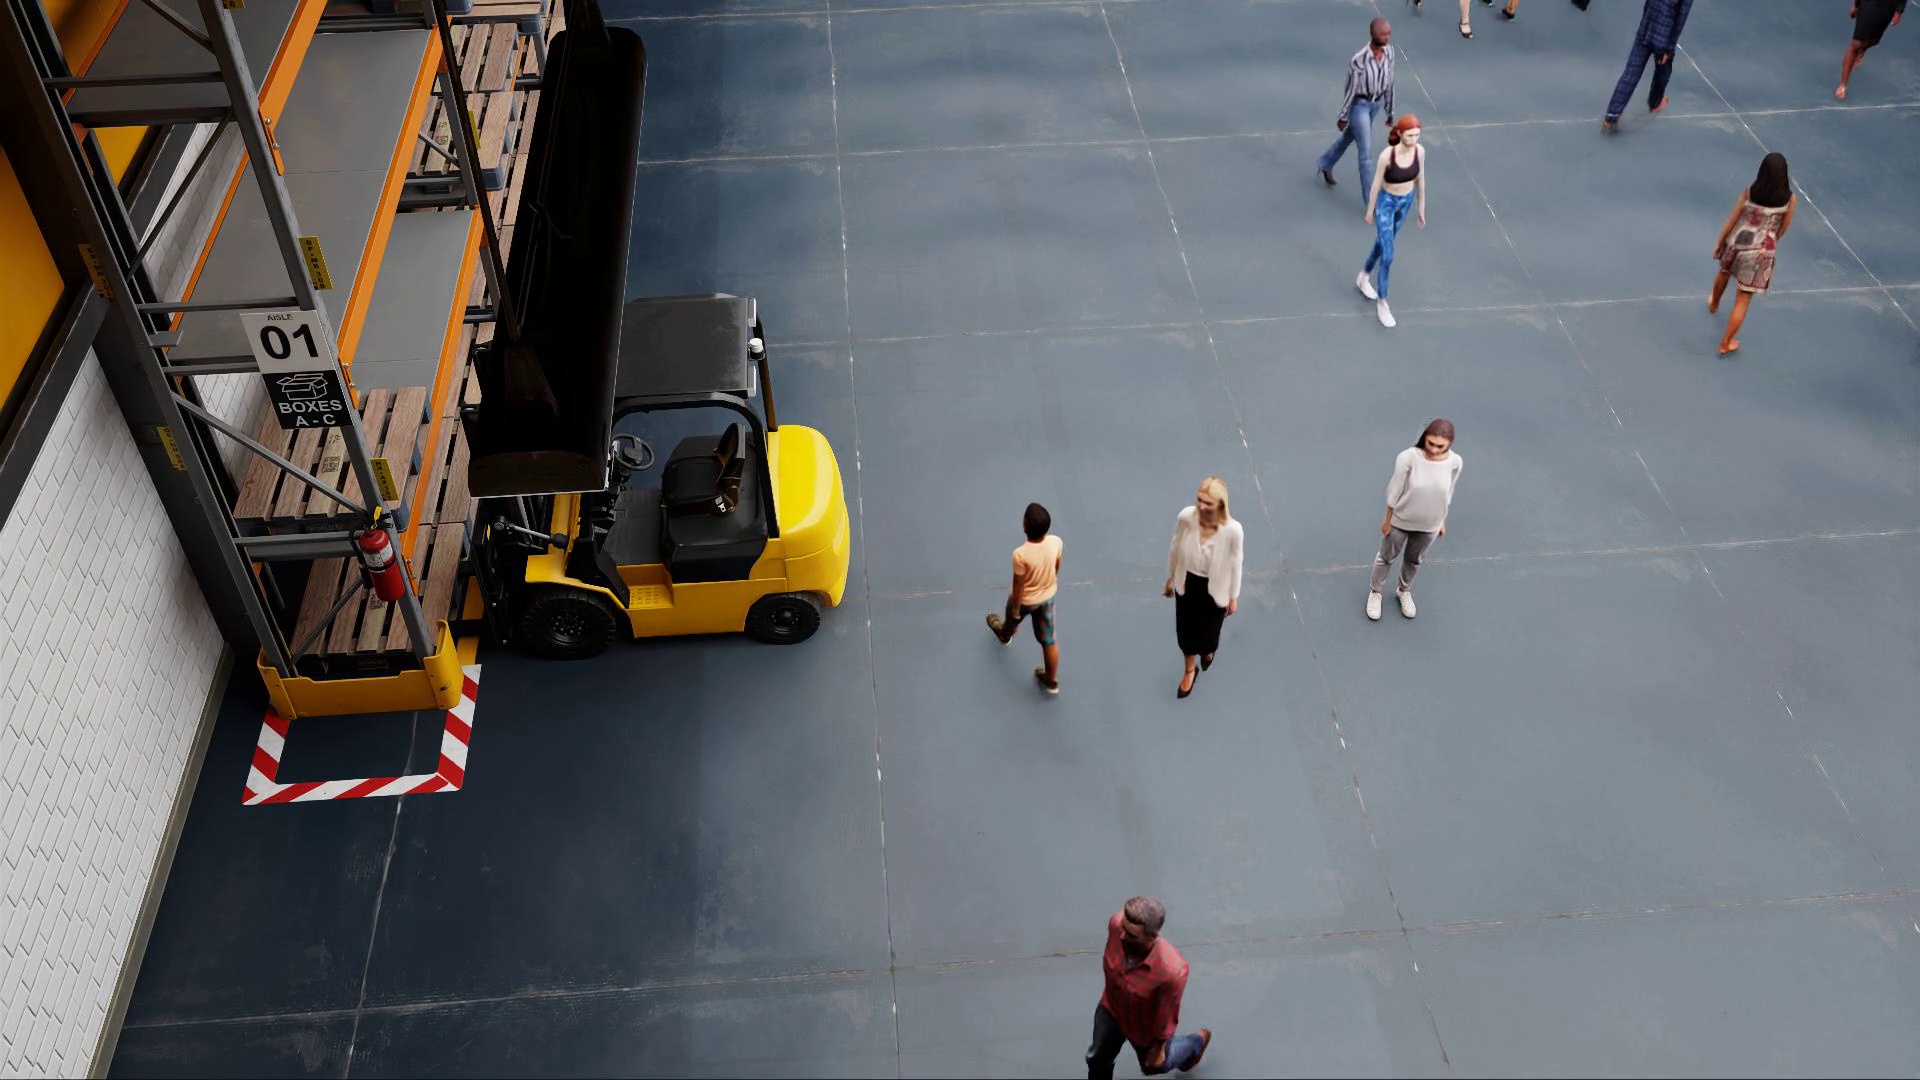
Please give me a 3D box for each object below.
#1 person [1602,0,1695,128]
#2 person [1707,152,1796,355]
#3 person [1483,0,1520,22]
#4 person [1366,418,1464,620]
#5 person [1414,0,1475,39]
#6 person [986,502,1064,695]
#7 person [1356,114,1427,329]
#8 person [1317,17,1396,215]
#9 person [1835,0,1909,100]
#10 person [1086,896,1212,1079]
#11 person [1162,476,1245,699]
[{"bbox_3d":[6.557,-4.729,15.807,1.196,1.767,1.207,-33,53,-30],"label":"person"},{"bbox_3d":[6.335,-2.276,13.366,1.026,1.584,1.161,25,49,24],"label":"person"},{"bbox_3d":[5.931,-6.299,17.544,0.569,1.644,0.818,-3,44,-3],"label":"person"},{"bbox_3d":[3.025,-0.163,11.072,0.605,1.688,0.553,0,44,0],"label":"person"},{"bbox_3d":[5.185,-6.154,17.323,1.017,1.739,1.205,-29,51,-27],"label":"person"},{"bbox_3d":[0.514,0.404,10.666,0.791,1.428,1.050,-19,47,-19],"label":"person"},{"bbox_3d":[3.518,-2.736,13.723,0.758,1.758,1.042,-16,46,-16],"label":"person"},{"bbox_3d":[3.549,-3.857,14.913,1.059,1.738,1.276,-26,49,-25],"label":"person"},{"bbox_3d":[9.072,-5.279,16.436,0.960,1.696,1.176,17,46,17],"label":"person"},{"bbox_3d":[0.968,2.338,8.362,1.130,1.804,1.167,-29,51,-27],"label":"person"},{"bbox_3d":[1.564,0.277,10.491,0.820,1.851,0.885,22,48,21],"label":"person"}]
